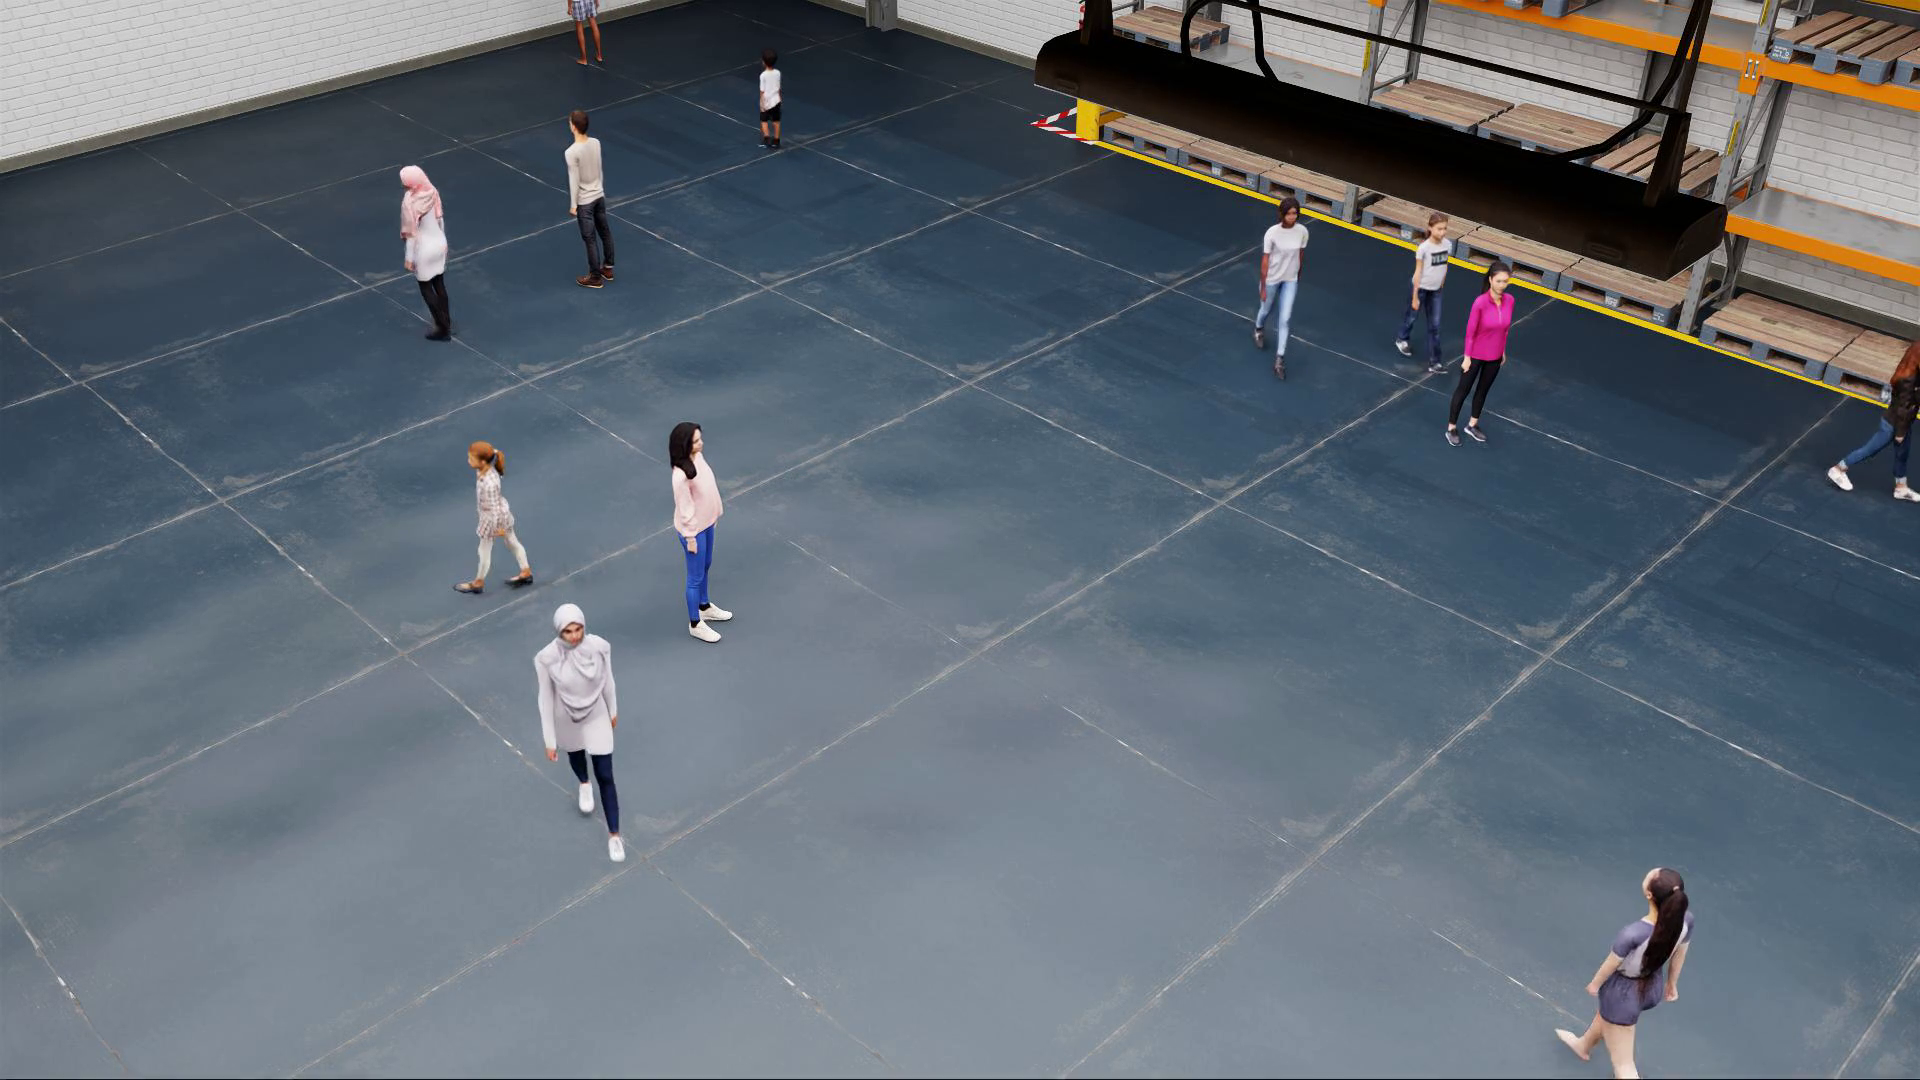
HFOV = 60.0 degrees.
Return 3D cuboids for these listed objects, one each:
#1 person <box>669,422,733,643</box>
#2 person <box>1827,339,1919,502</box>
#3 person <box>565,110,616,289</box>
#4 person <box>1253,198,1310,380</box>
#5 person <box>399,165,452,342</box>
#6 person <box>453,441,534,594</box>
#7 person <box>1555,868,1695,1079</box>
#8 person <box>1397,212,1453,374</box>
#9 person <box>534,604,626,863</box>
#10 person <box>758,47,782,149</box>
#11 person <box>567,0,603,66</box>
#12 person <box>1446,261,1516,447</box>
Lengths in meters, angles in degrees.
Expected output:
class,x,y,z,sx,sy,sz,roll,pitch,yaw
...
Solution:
class,x,y,z,sx,sy,sz,roll,pitch,yaw
person,-1.923,-0.086,12.089,0.737,1.770,0.723,6,34,9
person,7.673,-1.011,13.771,0.999,1.447,0.638,24,41,32
person,-3.829,-3.520,17.167,0.664,1.867,0.720,17,37,24
person,2.996,-2.454,15.736,1.061,1.676,1.182,-3,34,-4
person,-5.163,-2.807,16.161,0.696,1.794,0.739,27,42,34
person,-3.465,-0.181,12.668,0.846,1.286,0.855,-8,34,-12
person,3.493,2.389,8.510,0.873,1.609,1.139,-12,36,-18
person,4.382,-2.394,15.789,0.895,1.517,1.125,-9,35,-13
person,-2.379,1.092,10.354,0.989,1.729,1.215,-9,35,-13
person,-2.317,-5.470,20.656,0.505,1.252,0.518,-26,42,-34
person,-5.312,-7.597,23.420,0.660,1.735,0.567,-23,40,-30
person,4.550,-1.626,14.470,0.672,1.699,0.687,-11,35,-16
